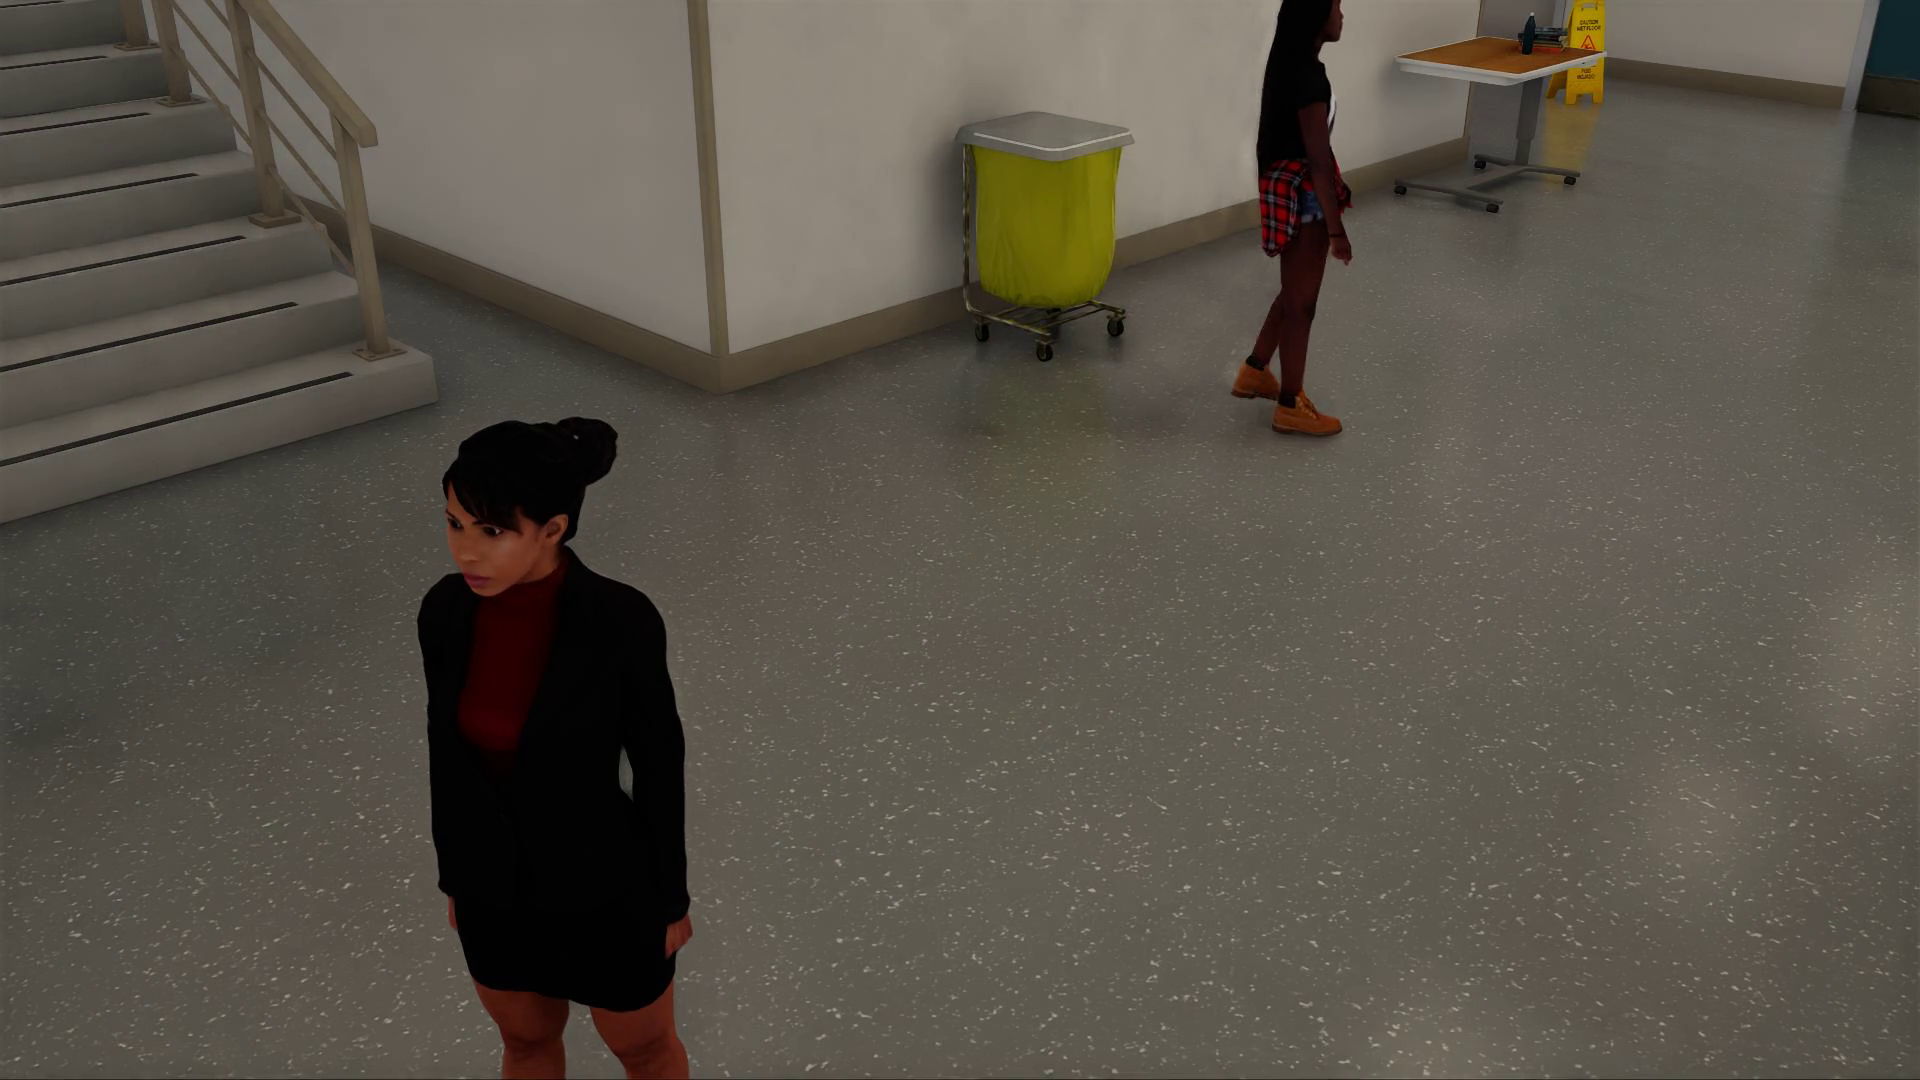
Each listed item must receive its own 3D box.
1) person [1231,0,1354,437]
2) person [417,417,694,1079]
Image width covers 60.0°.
[{"bbox_3d":[1.217,-1.224,6.297,0.823,1.720,0.762,0,26,-1],"label":"person"},{"bbox_3d":[-0.632,0.577,2.653,0.688,1.640,0.759,6,26,12],"label":"person"}]
